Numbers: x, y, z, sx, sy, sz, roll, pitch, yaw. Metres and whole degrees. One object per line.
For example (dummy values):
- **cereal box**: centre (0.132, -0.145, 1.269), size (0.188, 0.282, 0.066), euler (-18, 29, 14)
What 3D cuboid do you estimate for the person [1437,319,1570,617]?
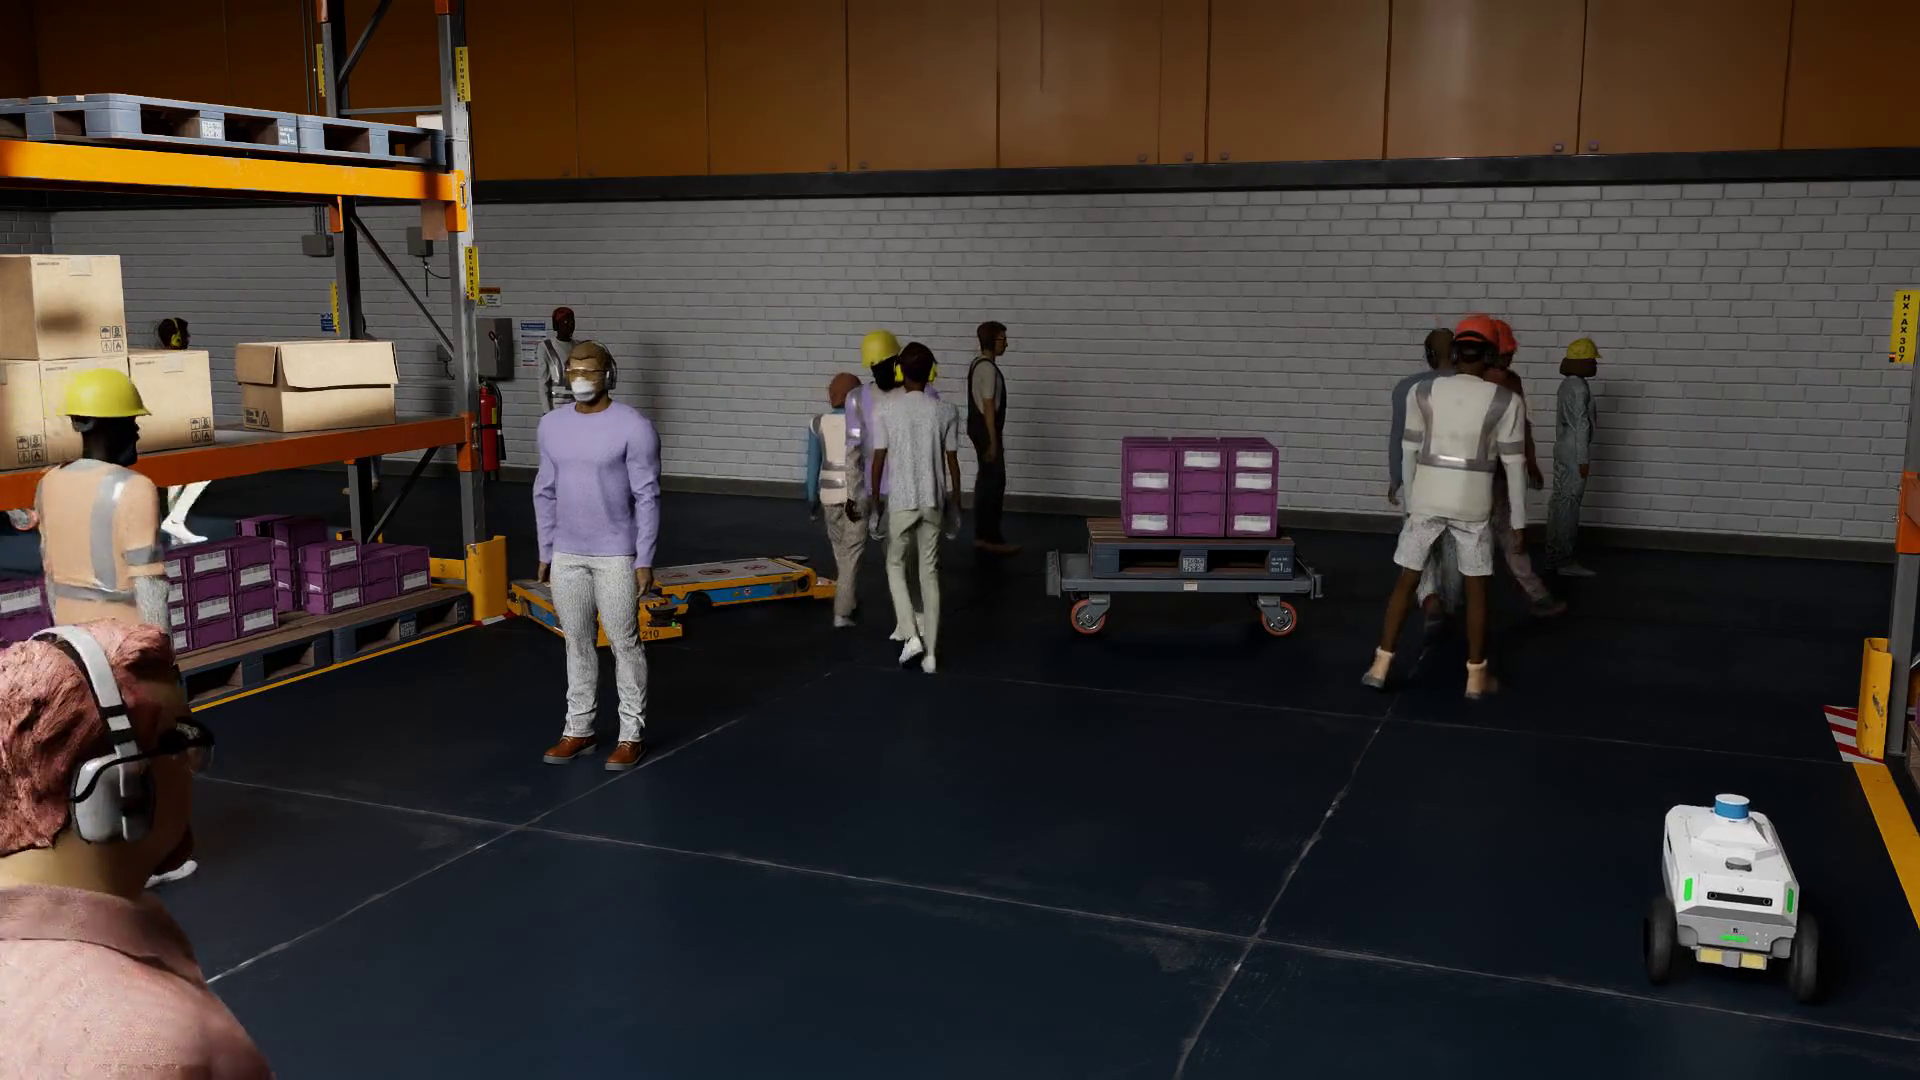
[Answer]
- **person**: centre (3.503, -0.462, 10.806), size (0.967, 1.925, 0.603), euler (7, 11, 35)

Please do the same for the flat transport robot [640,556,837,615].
- **flat transport robot**: centre (-1.577, 0.298, 11.186), size (1.431, 0.197, 0.652), euler (-6, 11, -31)

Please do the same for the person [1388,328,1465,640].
- **person**: centre (2.952, -0.342, 10.169), size (0.631, 1.904, 0.832), euler (1, 9, 4)

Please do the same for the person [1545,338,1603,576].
- **person**: centre (4.533, -0.612, 12.246), size (0.296, 1.745, 0.484), euler (0, 9, 2)

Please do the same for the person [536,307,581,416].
- **person**: centre (-3.708, -1.246, 15.673), size (0.355, 1.882, 0.576), euler (7, 11, 35)

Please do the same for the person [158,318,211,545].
- **person**: centre (-6.335, -0.869, 13.501), size (0.511, 1.853, 0.378), euler (6, 11, 33)

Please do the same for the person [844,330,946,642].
- **person**: centre (-0.394, -0.317, 10.018), size (0.600, 1.894, 0.461), euler (2, 10, 14)

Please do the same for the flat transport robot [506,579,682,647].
- **flat transport robot**: centre (-2.317, 0.423, 10.427), size (0.652, 0.197, 1.431), euler (-6, 11, -31)

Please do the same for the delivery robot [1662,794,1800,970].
- **delivery robot**: centre (2.484, 1.067, 5.387), size (0.477, 0.478, 0.707), euler (3, 10, 19)

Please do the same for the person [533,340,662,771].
- **person**: centre (-1.646, 0.072, 7.515), size (0.634, 1.940, 0.367), euler (3, 10, 20)

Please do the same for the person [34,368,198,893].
- **person**: centre (-2.991, 0.356, 5.848), size (0.603, 1.915, 0.511), euler (5, 11, 29)

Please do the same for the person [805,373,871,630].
- **person**: centre (-0.693, -0.255, 10.560), size (0.519, 1.596, 0.844), euler (3, 10, 20)

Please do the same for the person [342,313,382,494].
- **person**: centre (-5.994, -1.372, 16.574), size (0.429, 1.840, 0.624), euler (0, 9, 2)

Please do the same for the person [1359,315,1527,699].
- **person**: centre (2.541, -0.158, 8.697), size (0.830, 2.013, 0.615), euler (5, 10, 26)

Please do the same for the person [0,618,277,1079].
- **person**: centre (-0.937, 1.019, 1.916), size (0.648, 1.890, 0.446), euler (7, 12, 36)

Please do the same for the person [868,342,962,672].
- **person**: centre (-0.253, -0.179, 9.309), size (0.554, 1.848, 0.386), euler (-2, 10, -14)

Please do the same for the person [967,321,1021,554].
- **person**: centre (0.248, -0.809, 13.153), size (0.371, 1.843, 0.530), euler (-2, 10, -11)
